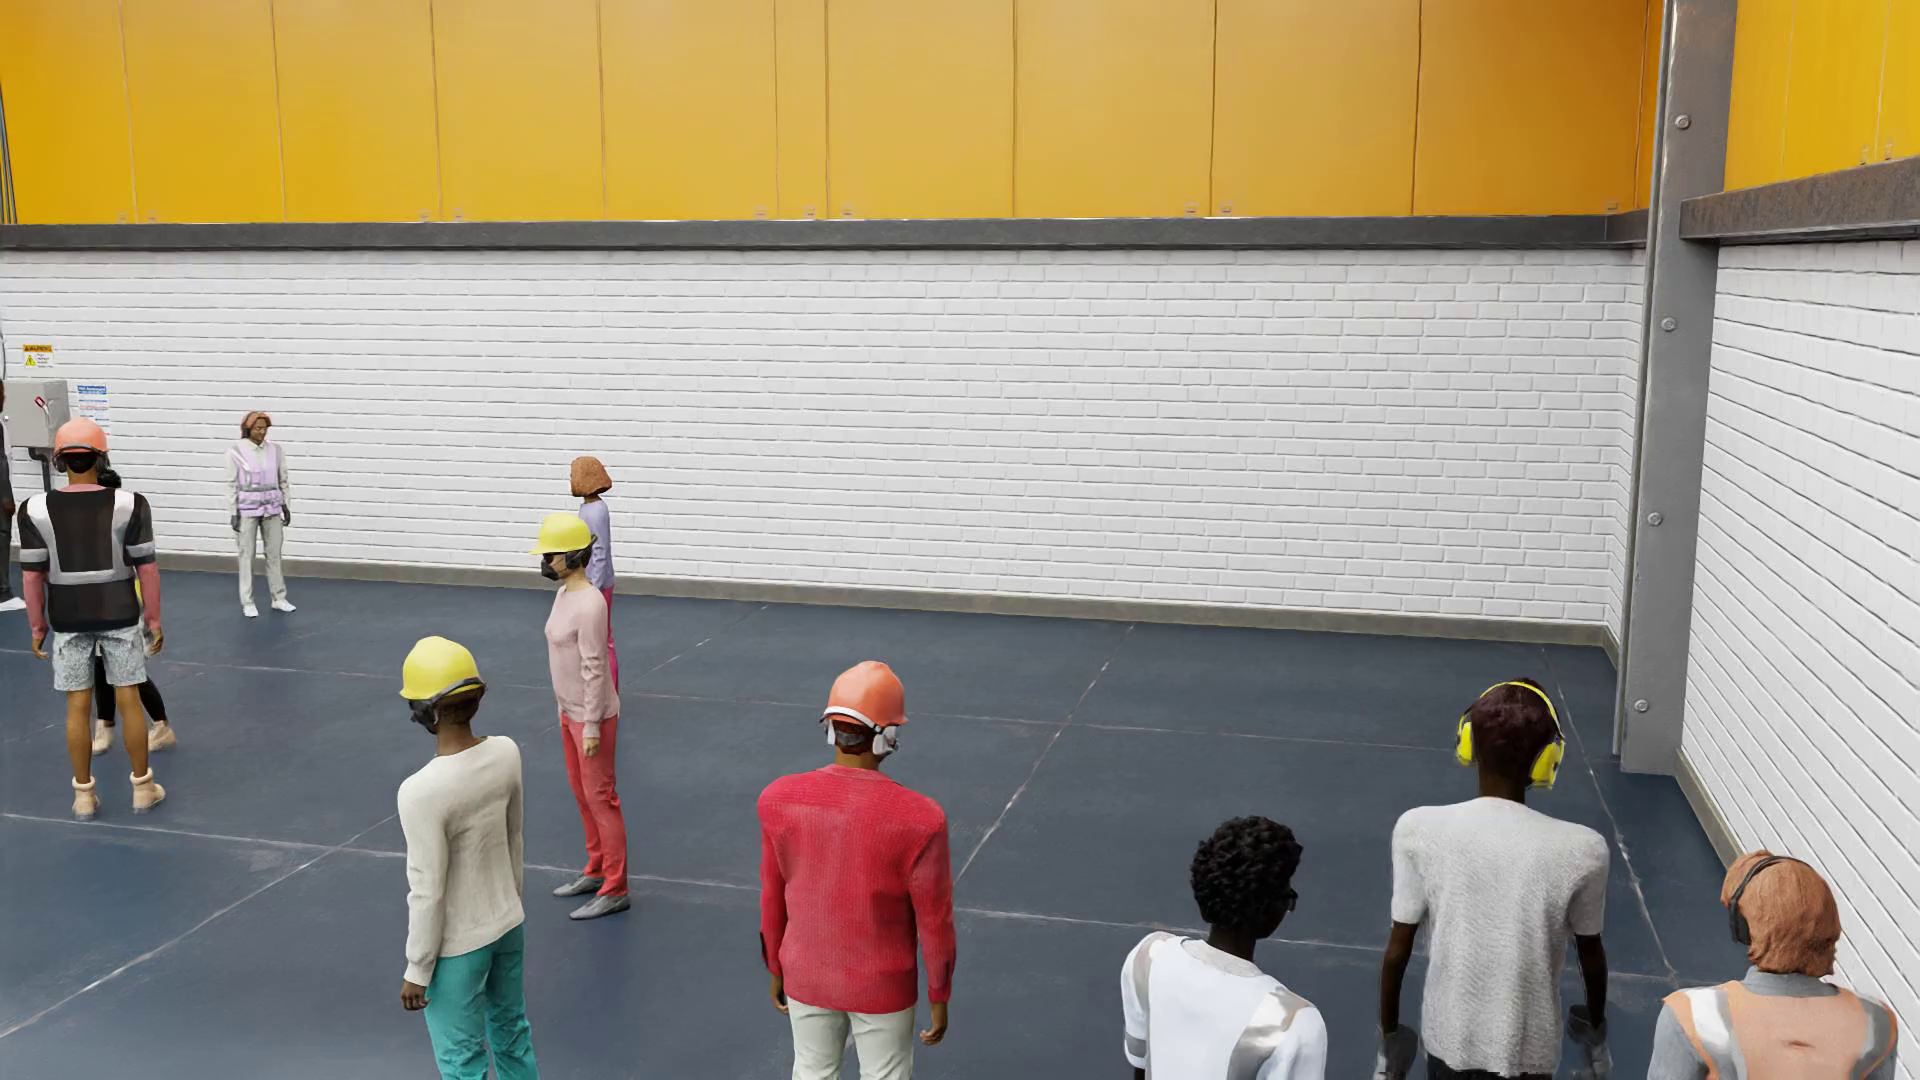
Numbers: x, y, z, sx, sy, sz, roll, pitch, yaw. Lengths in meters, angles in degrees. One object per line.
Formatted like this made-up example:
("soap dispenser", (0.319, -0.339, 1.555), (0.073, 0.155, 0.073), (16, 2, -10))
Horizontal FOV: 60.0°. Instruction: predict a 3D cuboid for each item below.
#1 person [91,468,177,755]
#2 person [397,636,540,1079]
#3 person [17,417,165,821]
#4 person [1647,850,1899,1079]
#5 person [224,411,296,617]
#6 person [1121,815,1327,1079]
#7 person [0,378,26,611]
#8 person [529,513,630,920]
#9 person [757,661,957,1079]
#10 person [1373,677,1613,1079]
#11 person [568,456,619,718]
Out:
("person", (-4.805, 0.401, 9.477), (0.551, 1.671, 0.368), (4, 10, 21))
("person", (-1.449, 1.148, 4.828), (0.322, 1.765, 0.533), (3, 10, 17))
("person", (-4.382, 0.396, 8.439), (0.614, 2.038, 0.396), (-4, 10, -21))
("person", (1.655, 1.449, 3.456), (0.525, 1.631, 0.314), (-1, 10, -3))
("person", (-5.567, -0.208, 13.213), (0.314, 1.631, 0.523), (8, 13, 41))
("person", (0.554, 1.407, 3.537), (0.320, 1.687, 0.539), (-8, 13, -40))
("person", (-7.800, -0.381, 13.384), (0.596, 1.914, 0.374), (8, 13, 40))
("person", (-1.649, 0.754, 7.180), (0.342, 1.761, 0.528), (-5, 11, -27))
("person", (-0.281, 1.193, 4.637), (0.575, 1.740, 0.354), (3, 10, 17))
("person", (1.336, 1.231, 4.124), (0.516, 1.836, 0.786), (5, 11, 28))
("person", (-2.259, 0.298, 10.216), (0.279, 1.633, 0.501), (-3, 10, -19))
